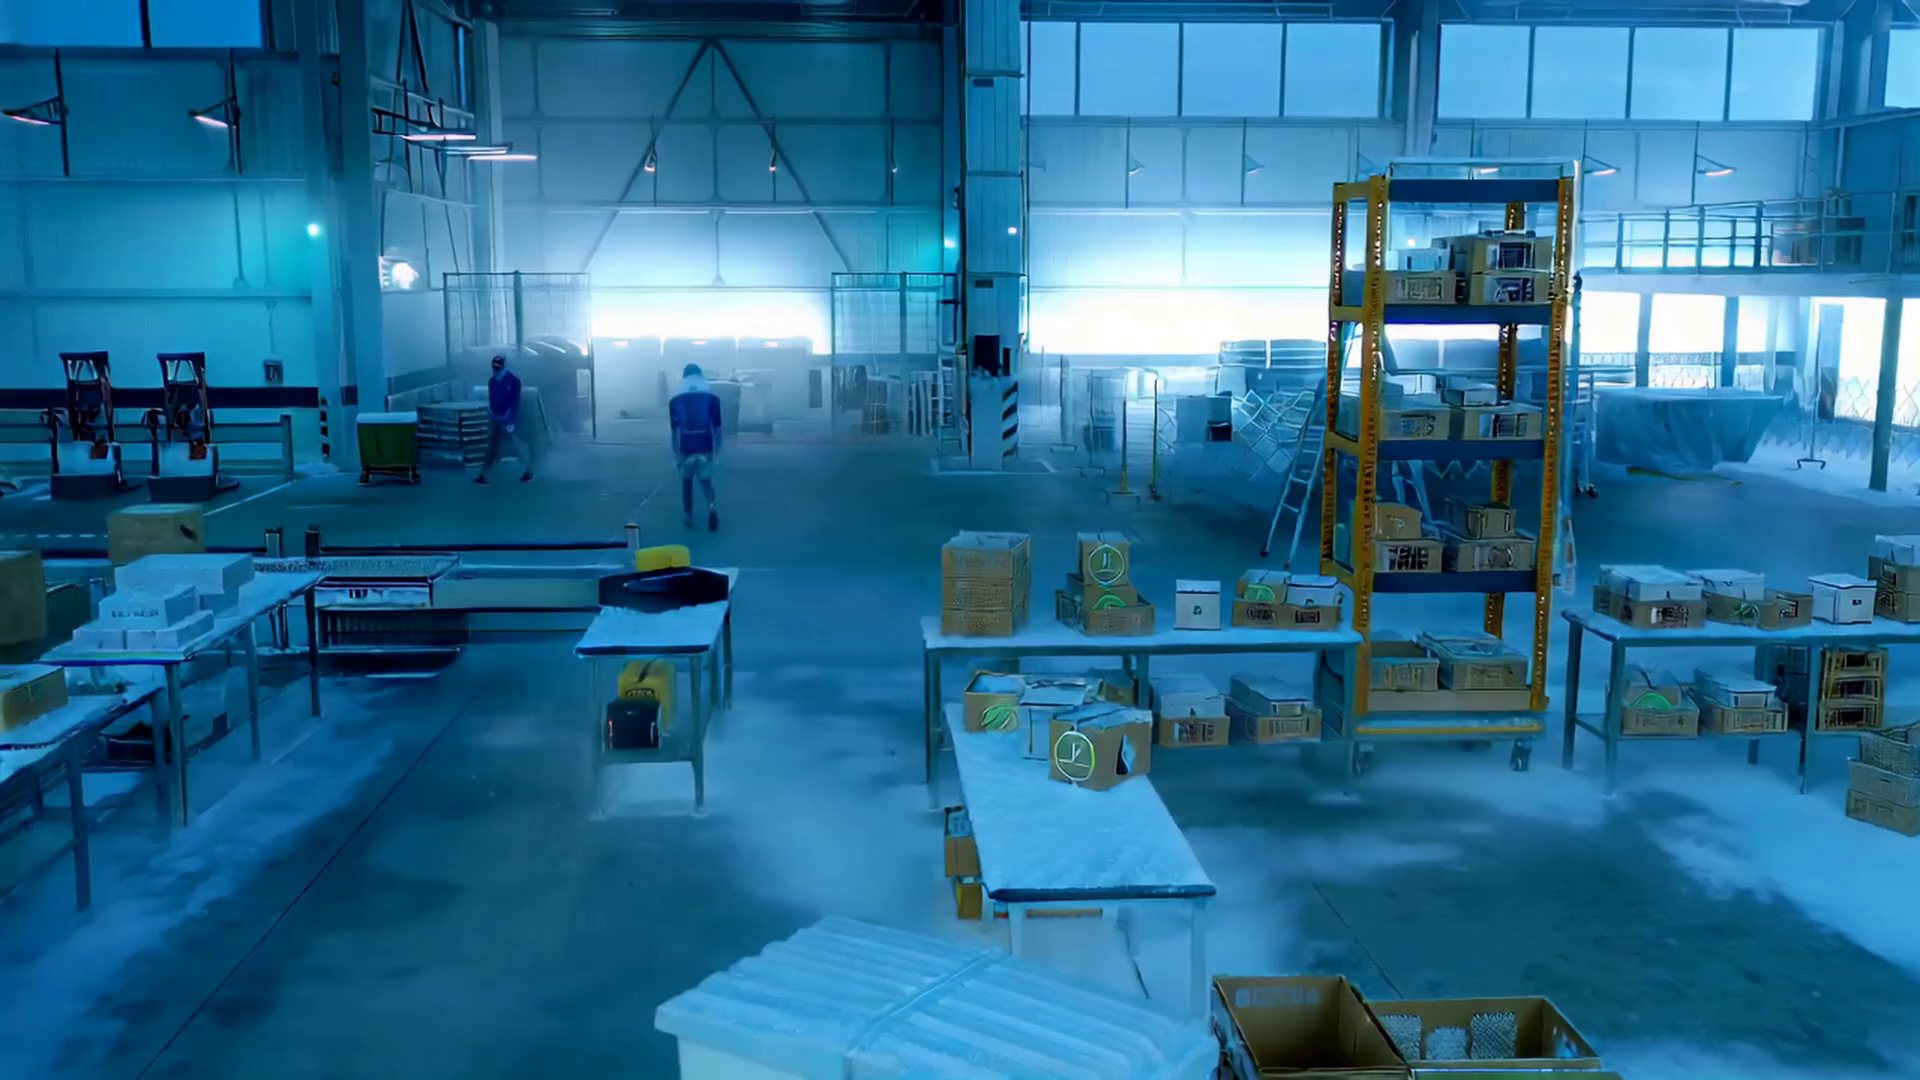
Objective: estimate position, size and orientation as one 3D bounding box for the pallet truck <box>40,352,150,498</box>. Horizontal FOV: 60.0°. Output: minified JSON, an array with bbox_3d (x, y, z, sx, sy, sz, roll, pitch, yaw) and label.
[{"bbox_3d":[-11.907,-1.642,23.165,0.823,1.965,1.885,0,9,0],"label":"pallet truck"}]

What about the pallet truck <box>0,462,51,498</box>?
[{"bbox_3d":[-13.193,-1.293,23.148,0.653,1.274,1.630,-1,9,-4],"label":"pallet truck"}]

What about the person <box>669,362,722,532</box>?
[{"bbox_3d":[-3.091,-1.073,19.550,0.615,2.021,0.832,-4,10,-23],"label":"person"}]

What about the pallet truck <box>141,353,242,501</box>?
[{"bbox_3d":[-10.520,-1.604,22.925,0.823,1.965,1.885,-1,9,-6],"label":"pallet truck"}]

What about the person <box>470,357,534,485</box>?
[{"bbox_3d":[-6.610,-1.712,24.070,0.661,1.852,1.011,5,11,31],"label":"person"}]
